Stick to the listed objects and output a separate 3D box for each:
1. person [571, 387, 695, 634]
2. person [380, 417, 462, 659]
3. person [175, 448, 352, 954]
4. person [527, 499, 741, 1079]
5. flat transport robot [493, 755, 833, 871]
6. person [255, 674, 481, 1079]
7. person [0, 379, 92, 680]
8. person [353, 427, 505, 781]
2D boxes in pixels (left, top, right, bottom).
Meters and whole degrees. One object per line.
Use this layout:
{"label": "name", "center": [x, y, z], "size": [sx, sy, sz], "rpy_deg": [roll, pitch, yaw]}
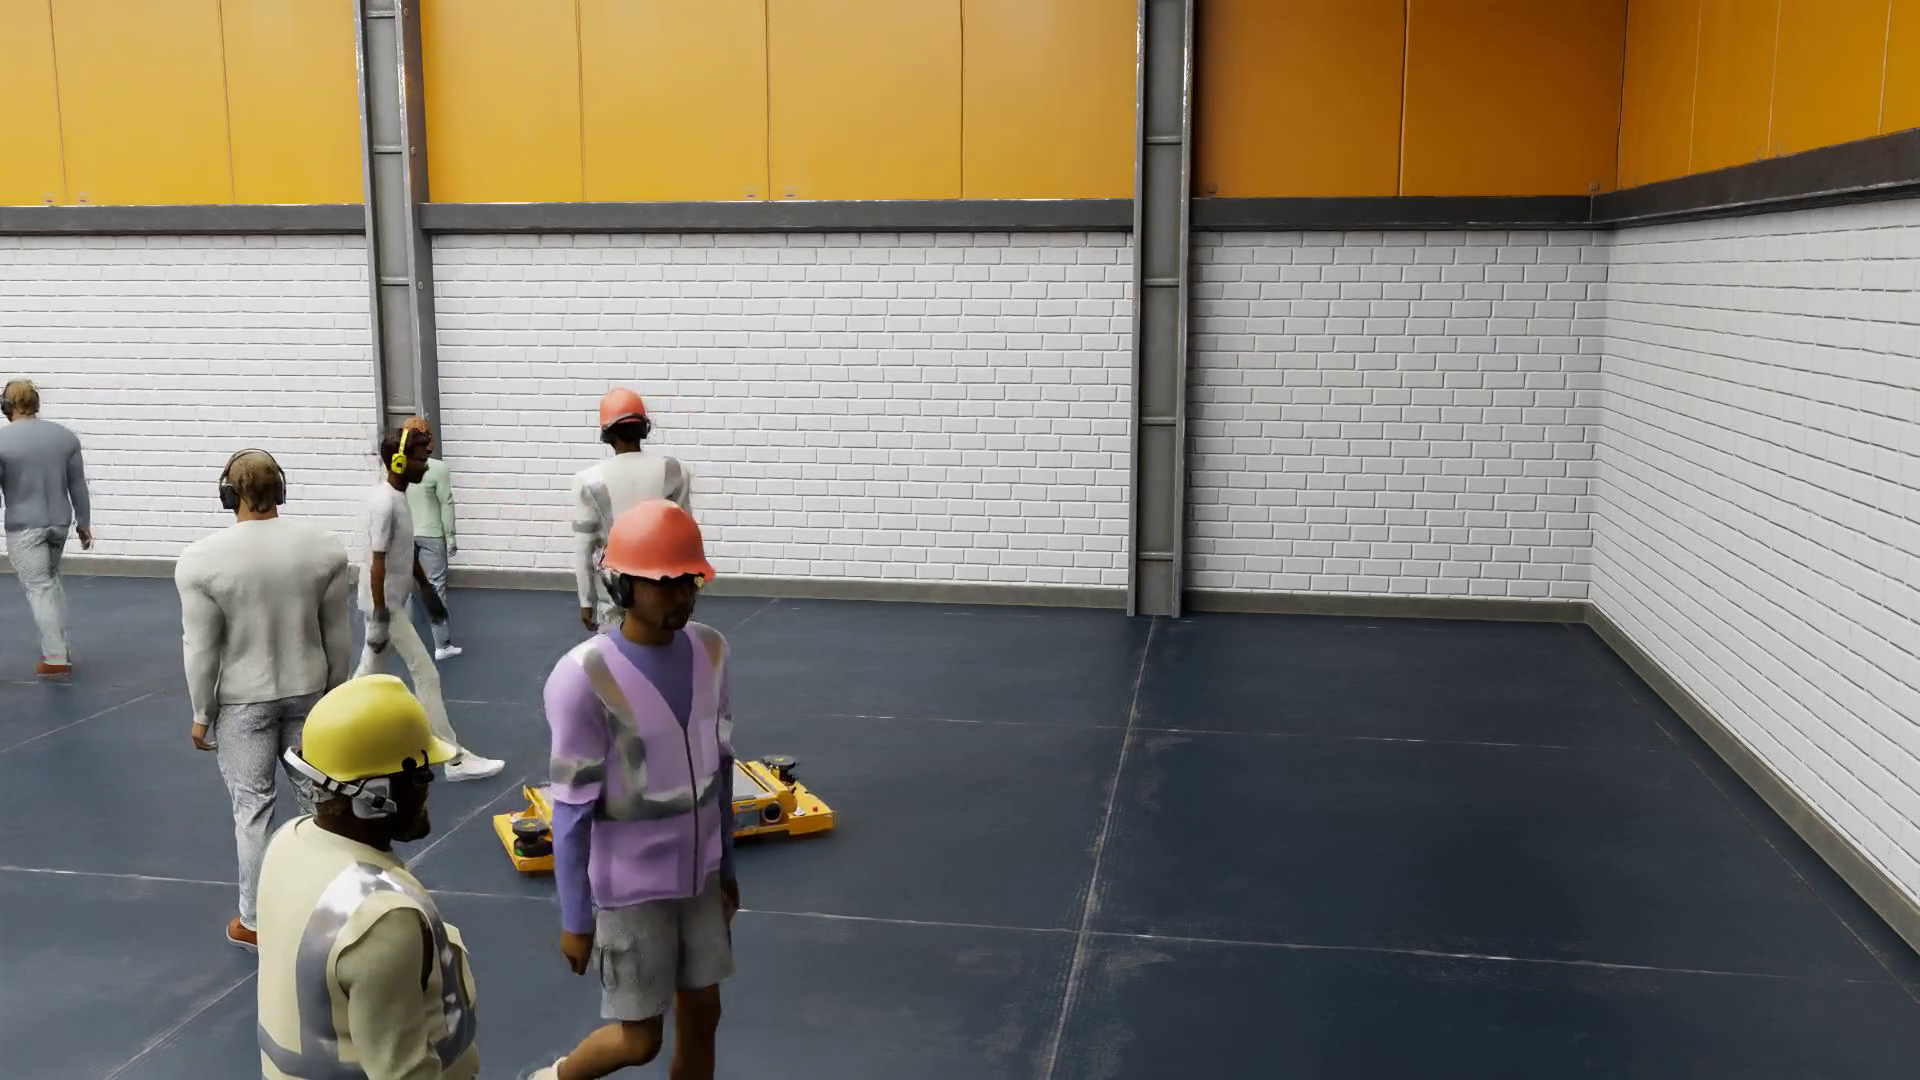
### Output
{"label": "person", "center": [-1.641, 0.236, 8.456], "size": [0.624, 2.022, 0.694], "rpy_deg": [-3, 10, -19]}
{"label": "person", "center": [-3.610, -0.006, 11.141], "size": [0.498, 1.631, 0.285], "rpy_deg": [1, 9, 5]}
{"label": "person", "center": [-2.648, 0.612, 6.386], "size": [0.632, 1.940, 0.372], "rpy_deg": [-8, 12, -41]}
{"label": "person", "center": [-0.865, 0.879, 4.498], "size": [0.676, 2.024, 0.609], "rpy_deg": [7, 11, 36]}
{"label": "flat transport robot", "center": [-1.368, 1.237, 7.659], "size": [1.431, 0.197, 0.652], "rpy_deg": [-4, 10, -24]}
{"label": "person", "center": [-1.169, 1.165, 3.344], "size": [0.403, 1.827, 0.596], "rpy_deg": [-7, 12, -38]}
{"label": "person", "center": [-5.953, -0.063, 10.668], "size": [0.704, 1.902, 0.644], "rpy_deg": [5, 10, 26]}
{"label": "person", "center": [-2.771, 0.341, 8.402], "size": [0.922, 1.818, 0.544], "rpy_deg": [-3, 10, -20]}
